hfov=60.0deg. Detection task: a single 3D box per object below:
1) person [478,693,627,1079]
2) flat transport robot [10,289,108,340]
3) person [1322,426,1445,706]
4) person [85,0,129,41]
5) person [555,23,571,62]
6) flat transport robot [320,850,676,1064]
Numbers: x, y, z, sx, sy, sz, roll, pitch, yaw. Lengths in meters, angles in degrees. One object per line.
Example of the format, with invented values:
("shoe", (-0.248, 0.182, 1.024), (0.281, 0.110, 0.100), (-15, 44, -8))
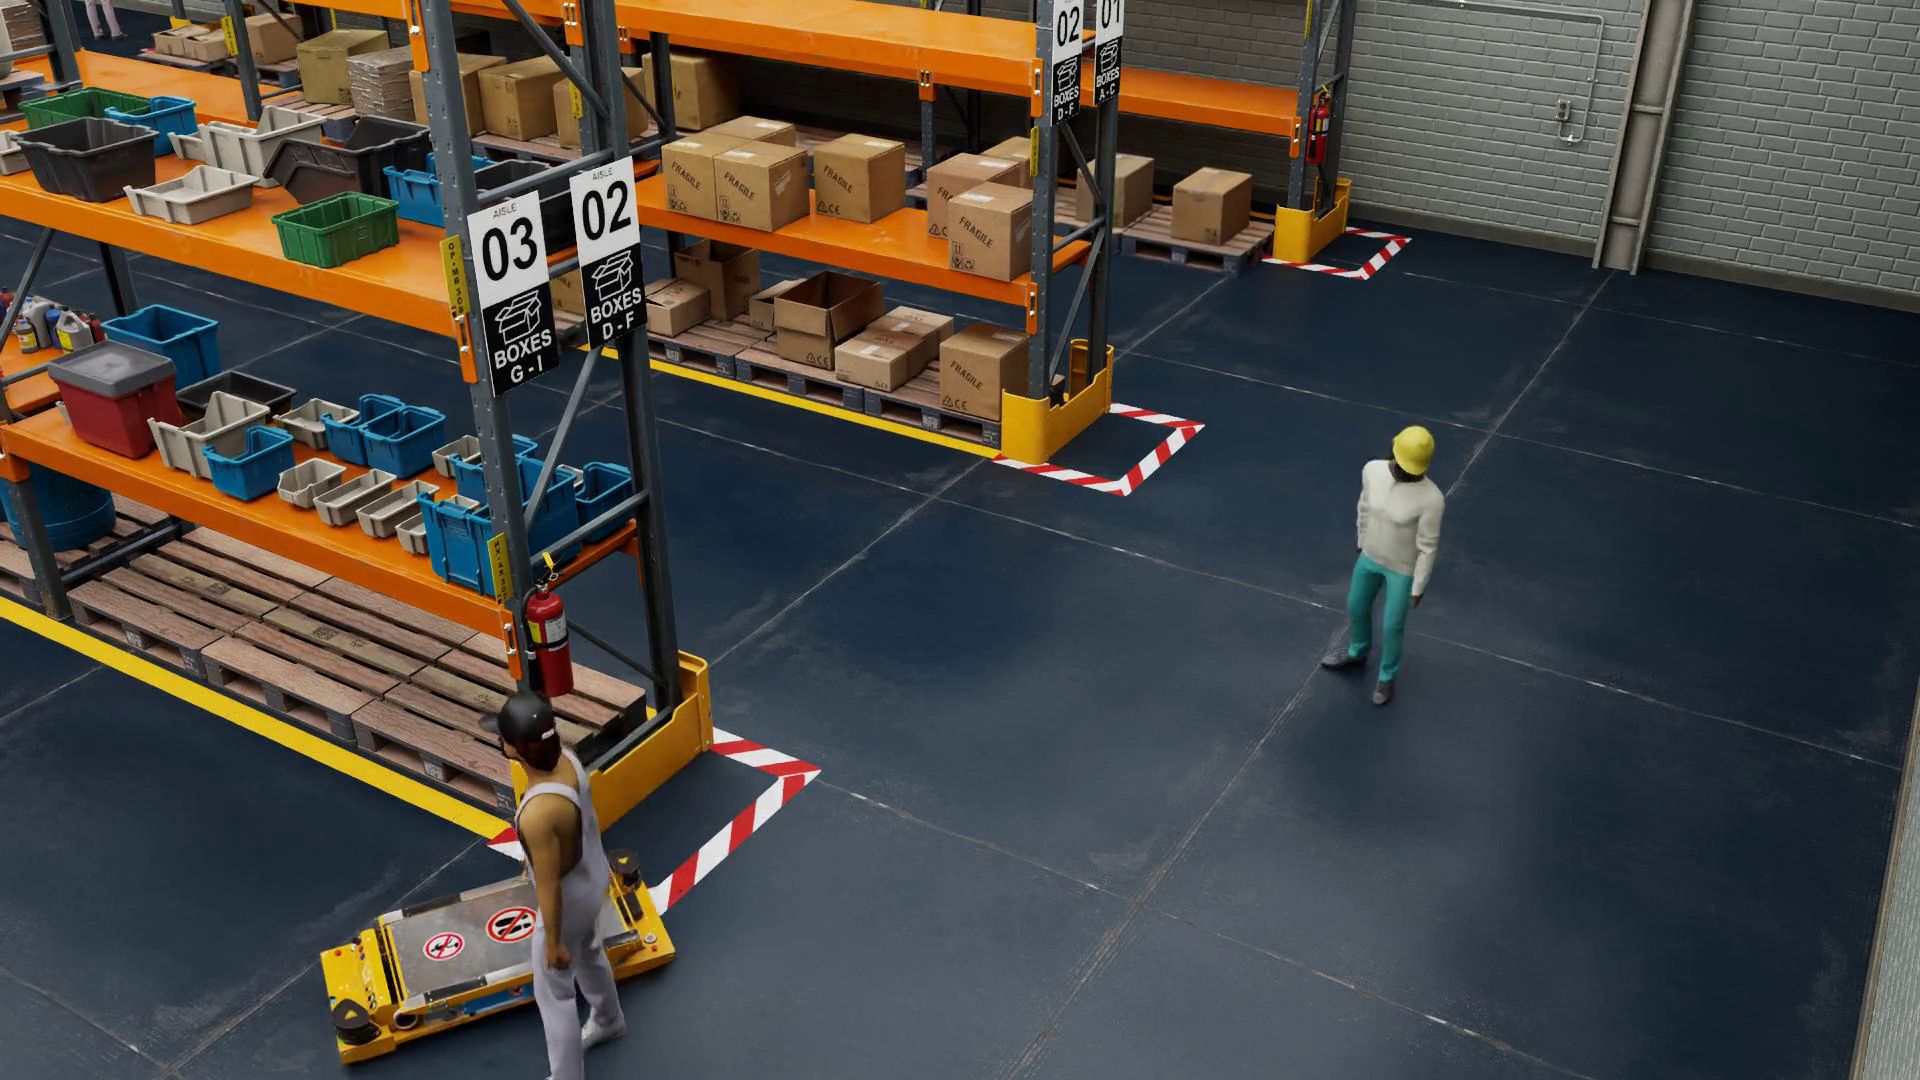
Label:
("person", (-1.600, 1.392, 6.519), (0.430, 1.842, 0.516), (3, 29, 5))
("flat transport robot", (-7.788, -1.772, 13.813), (1.431, 0.231, 0.659), (19, 34, 30))
("person", (2.296, 0.120, 8.920), (0.437, 1.722, 0.595), (-22, 36, -34))
("person", (-12.126, -7.909, 23.211), (0.563, 1.839, 0.395), (2, 29, 4))
("person", (-3.980, -4.498, 17.246), (0.531, 1.690, 0.322), (11, 31, 19))
("flat transport robot", (-2.049, 1.817, 7.373), (1.431, 0.231, 0.659), (-13, 32, -22))
